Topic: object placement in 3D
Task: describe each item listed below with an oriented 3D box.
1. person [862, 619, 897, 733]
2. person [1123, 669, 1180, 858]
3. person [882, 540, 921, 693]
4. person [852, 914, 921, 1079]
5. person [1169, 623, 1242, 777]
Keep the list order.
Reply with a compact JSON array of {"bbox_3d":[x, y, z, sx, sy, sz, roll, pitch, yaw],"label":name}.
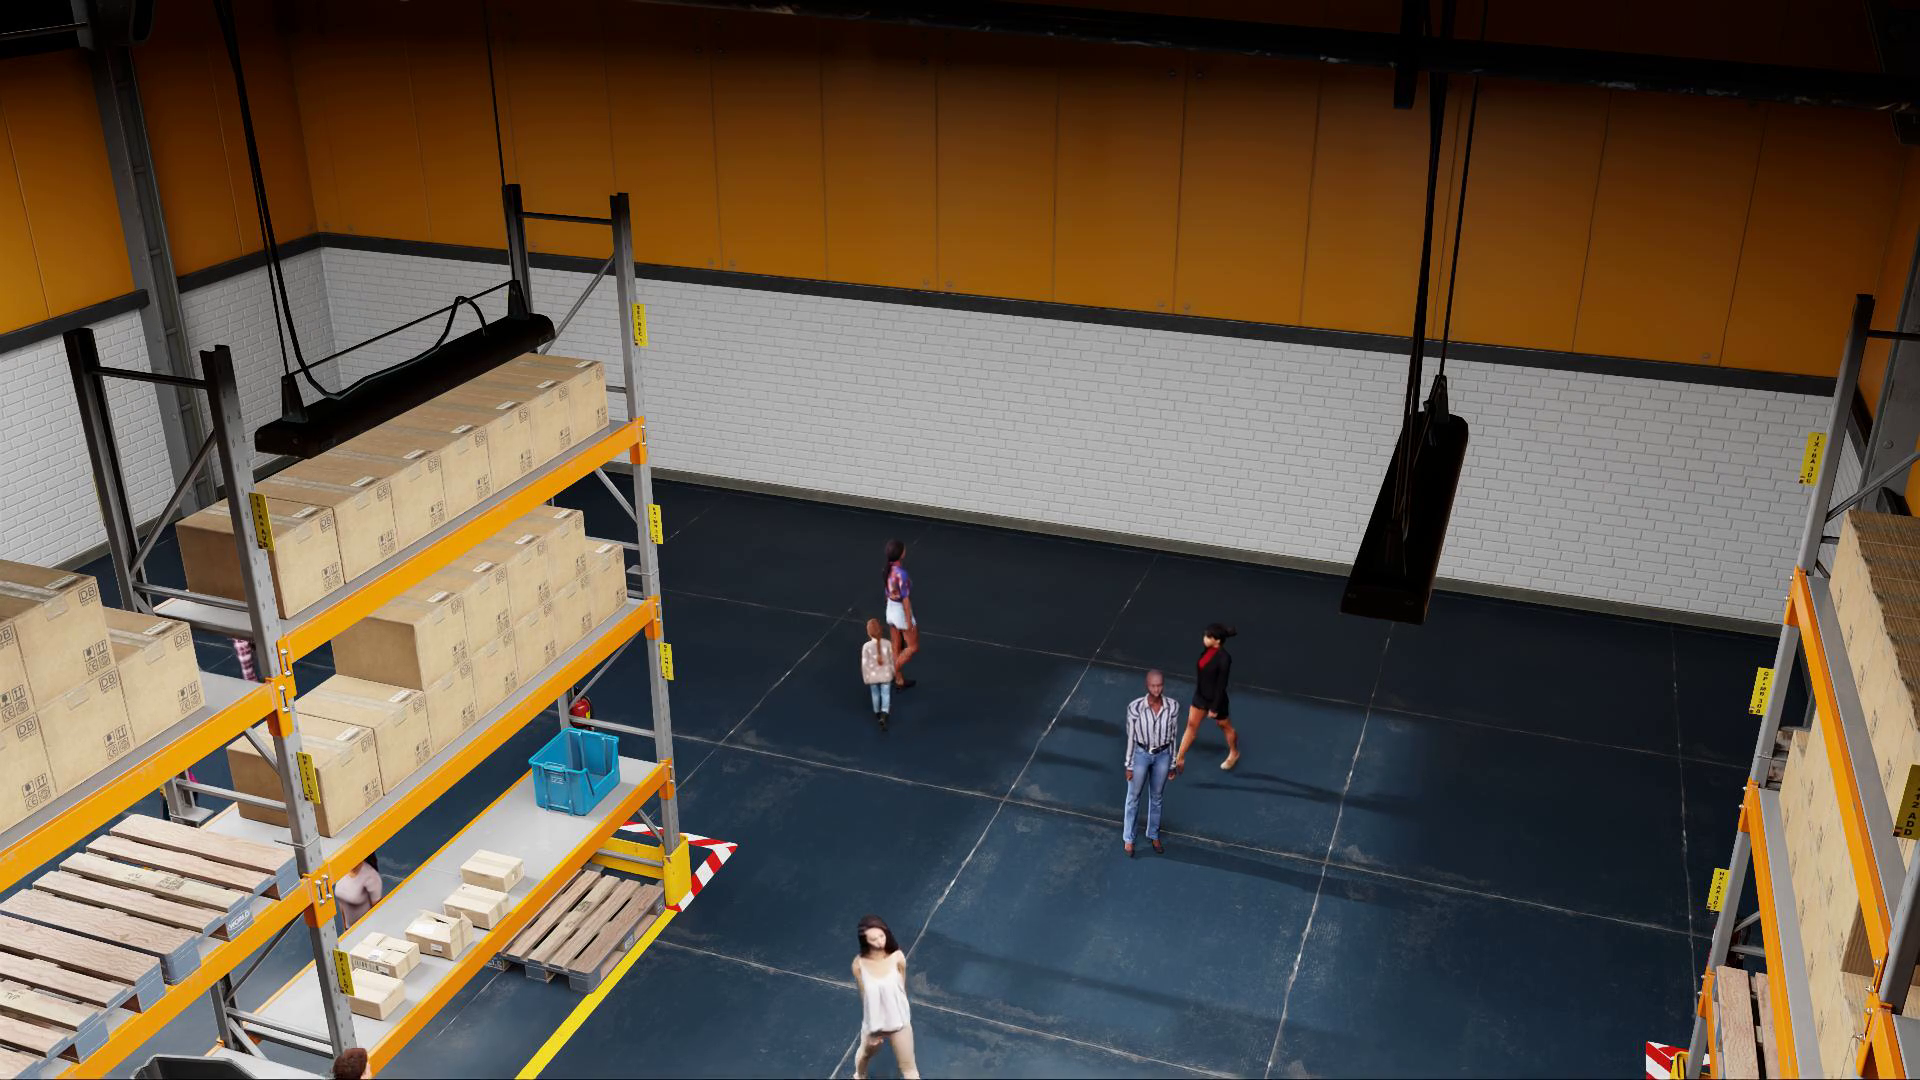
[{"bbox_3d":[-0.804,1.364,16.650,0.669,1.180,0.813,-2,24,-5],"label":"person"},{"bbox_3d":[1.658,1.936,14.575,0.705,1.795,0.702,-4,24,-8],"label":"person"},{"bbox_3d":[-0.697,0.821,17.201,0.857,1.735,0.788,-14,27,-29],"label":"person"},{"bbox_3d":[-0.484,3.396,11.439,0.923,1.632,1.123,2,24,5],"label":"person"},{"bbox_3d":[2.458,1.536,15.745,1.055,1.592,1.020,-9,25,-20],"label":"person"}]
